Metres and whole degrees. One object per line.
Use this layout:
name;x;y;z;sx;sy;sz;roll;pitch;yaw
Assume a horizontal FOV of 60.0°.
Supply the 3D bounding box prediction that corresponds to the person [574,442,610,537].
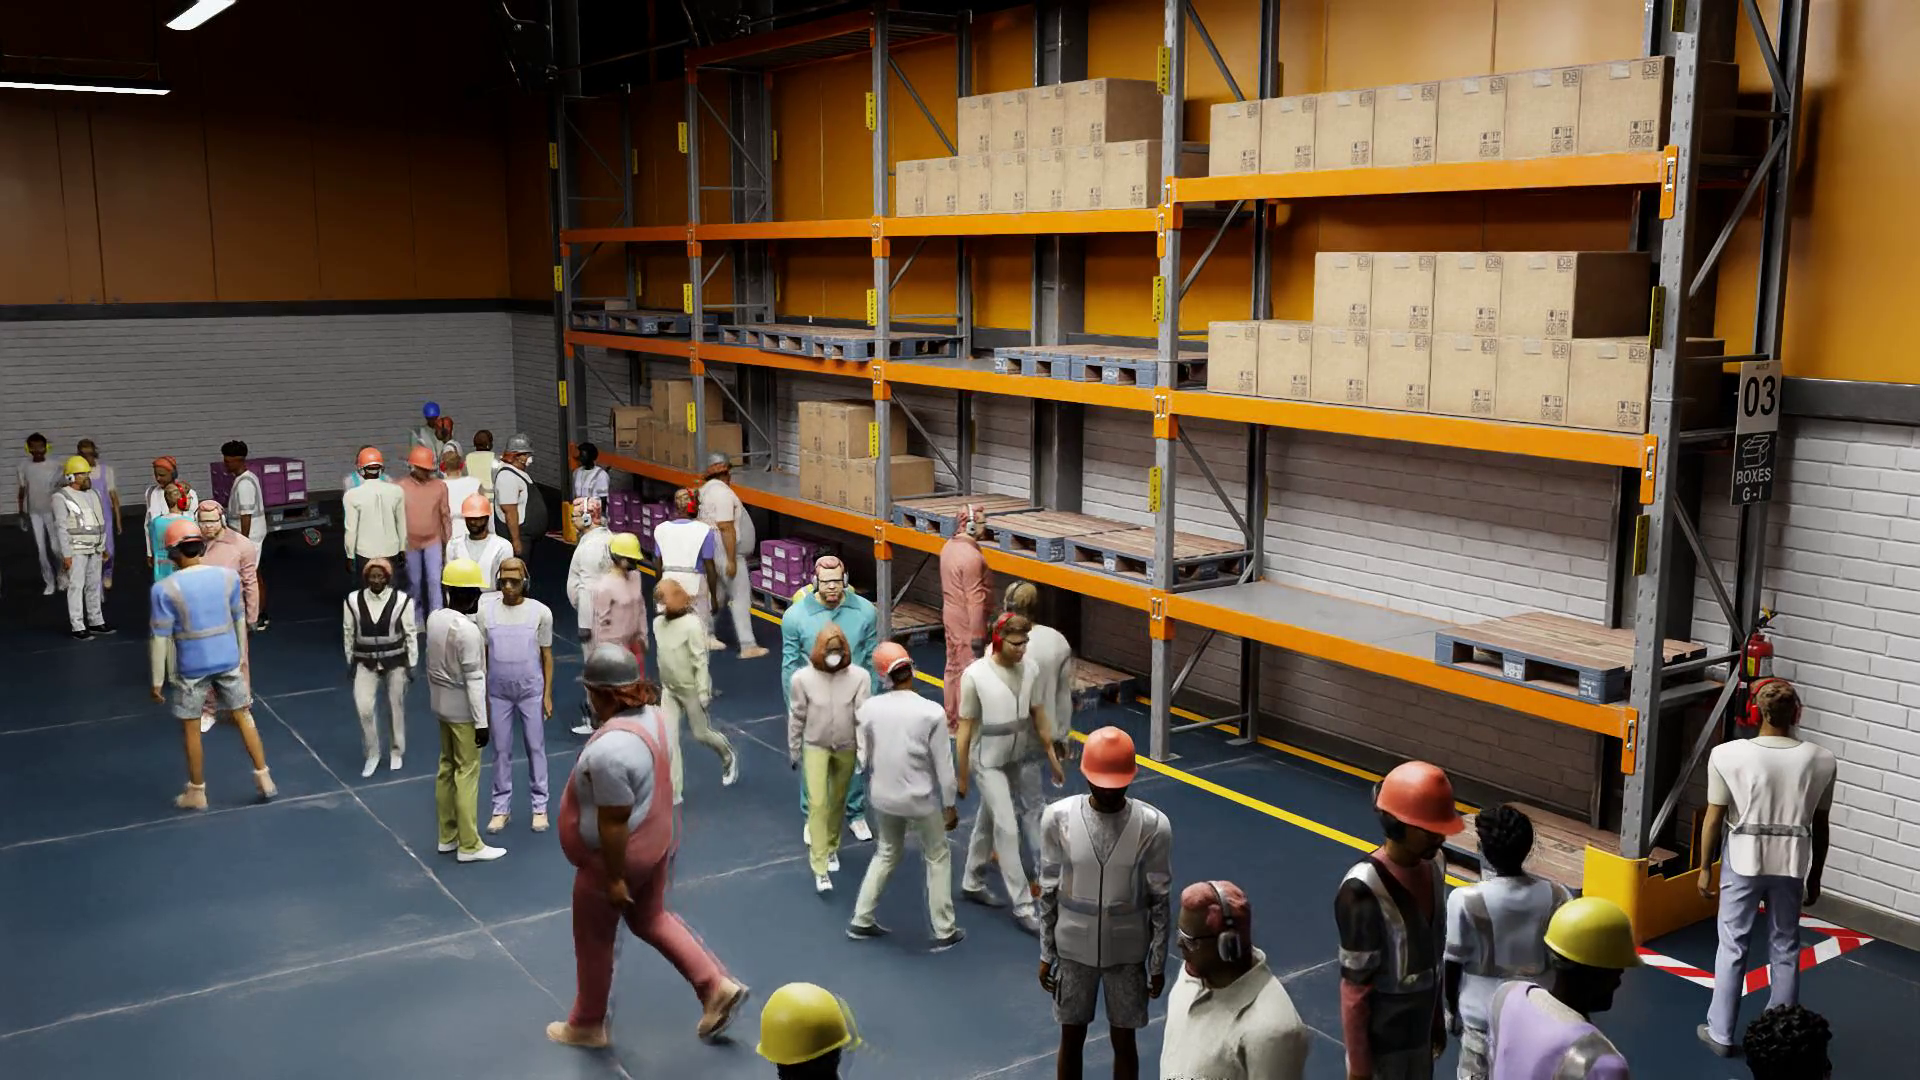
person;-4.236;-0.288;19.143;0.534;1.694;0.319;7;12;35

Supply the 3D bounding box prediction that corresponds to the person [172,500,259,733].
person;-5.938;0.612;13.292;0.640;1.892;0.394;-2;10;-13

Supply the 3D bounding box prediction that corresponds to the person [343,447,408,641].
person;-5.586;0.110;15.908;0.617;1.994;0.381;-9;13;-44

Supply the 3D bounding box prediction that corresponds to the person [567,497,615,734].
person;-2.941;0.598;13.331;0.399;1.900;0.644;0;10;2

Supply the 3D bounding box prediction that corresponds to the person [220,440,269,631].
person;-7.271;-0.048;16.948;0.381;1.957;0.606;-4;10;-20

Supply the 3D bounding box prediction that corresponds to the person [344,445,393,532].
person;-6.178;-0.082;17.505;0.539;1.828;0.586;-7;12;-35

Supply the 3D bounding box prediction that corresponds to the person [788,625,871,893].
person;-0.768;1.308;10.037;0.494;1.590;0.814;-2;10;-14

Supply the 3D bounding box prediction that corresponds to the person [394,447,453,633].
person;-5.356;0.030;16.588;0.599;1.938;0.947;-4;11;-24

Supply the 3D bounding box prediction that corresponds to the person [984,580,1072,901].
person;0.303;1.178;9.922;0.910;1.900;0.643;9;13;42

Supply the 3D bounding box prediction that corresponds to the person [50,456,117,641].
person;-8.726;0.075;16.577;0.404;1.837;0.590;2;10;12

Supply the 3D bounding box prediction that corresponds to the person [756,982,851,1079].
person;-0.286;2.114;4.427;0.601;1.892;0.839;-8;13;-40

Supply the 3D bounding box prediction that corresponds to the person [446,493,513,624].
person;-3.820;0.589;13.252;0.545;1.942;0.354;0;10;-1

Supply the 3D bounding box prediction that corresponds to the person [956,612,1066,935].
person;0.306;1.303;9.457;0.881;1.796;0.602;8;13;41

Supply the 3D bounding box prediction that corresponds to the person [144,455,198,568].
person;-7.675;0.114;16.204;0.573;1.887;0.356;2;10;11

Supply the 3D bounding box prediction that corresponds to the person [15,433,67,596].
person;-10.290;-0.288;18.663;0.522;1.850;0.419;-3;10;-15

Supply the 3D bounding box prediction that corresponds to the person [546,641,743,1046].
person;-1.534;1.442;7.956;0.885;2.000;0.682;2;10;13

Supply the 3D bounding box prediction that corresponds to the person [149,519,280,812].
person;-5.146;0.865;11.422;0.795;2.017;0.597;-9;13;-44

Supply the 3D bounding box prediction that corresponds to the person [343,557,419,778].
person;-4.238;0.932;12.182;0.535;1.613;0.566;-2;10;-9

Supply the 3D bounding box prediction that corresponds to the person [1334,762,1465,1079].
person;1.597;1.778;6.032;0.410;2.030;0.612;9;13;43

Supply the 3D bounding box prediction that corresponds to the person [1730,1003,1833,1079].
person;2.331;2.151;4.803;0.318;1.697;0.535;-2;10;-11

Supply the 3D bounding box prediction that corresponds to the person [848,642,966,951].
person;-0.291;1.409;9.140;0.602;1.703;0.454;6;12;33

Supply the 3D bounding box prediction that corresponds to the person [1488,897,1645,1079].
person;1.823;1.999;5.065;0.399;1.912;0.596;-3;10;-17

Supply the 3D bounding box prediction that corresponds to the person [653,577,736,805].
person;-1.886;1.036;11.633;0.532;1.605;0.738;8;12;39

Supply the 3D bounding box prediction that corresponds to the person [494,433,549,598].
person;-4.444;-0.083;16.904;0.535;2.000;0.682;-1;10;-6

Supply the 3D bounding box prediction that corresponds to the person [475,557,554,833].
person;-2.936;1.022;10.993;0.508;1.847;0.345;-1;10;-5

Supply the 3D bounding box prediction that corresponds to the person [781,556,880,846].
person;-0.826;1.035;10.776;0.645;1.900;0.399;-3;10;-16

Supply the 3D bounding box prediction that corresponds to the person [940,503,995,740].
person;0.074;0.663;12.922;0.399;1.909;0.642;-3;10;-19

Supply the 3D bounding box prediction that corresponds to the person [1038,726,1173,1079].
person;0.592;1.692;6.846;0.549;1.926;0.387;1;10;8

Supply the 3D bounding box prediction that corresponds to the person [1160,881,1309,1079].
person;0.810;1.982;5.223;0.399;1.893;0.656;-3;10;-19

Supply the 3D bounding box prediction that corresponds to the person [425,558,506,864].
person;-3.135;1.067;10.496;0.378;1.922;0.593;-9;13;-42

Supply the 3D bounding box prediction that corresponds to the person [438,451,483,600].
person;-5.236;-0.032;17.325;0.573;1.802;0.959;-2;10;-14

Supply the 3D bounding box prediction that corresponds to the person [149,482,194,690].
person;-6.813;0.415;14.550;0.571;1.845;0.382;4;11;23

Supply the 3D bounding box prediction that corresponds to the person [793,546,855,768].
person;-0.993;0.870;12.308;0.538;1.698;0.319;-7;12;-36

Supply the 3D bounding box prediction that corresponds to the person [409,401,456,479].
person;-6.874;-0.855;21.774;0.607;1.933;0.438;-5;11;-27

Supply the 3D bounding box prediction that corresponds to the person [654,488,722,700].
person;-2.340;0.476;14.216;0.564;1.839;0.396;3;10;19

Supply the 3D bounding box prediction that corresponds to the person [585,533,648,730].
person;-2.649;0.783;12.702;0.639;1.734;0.558;4;11;24

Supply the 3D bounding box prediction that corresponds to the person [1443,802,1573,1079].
person;2.180;1.876;6.503;0.549;1.670;0.710;-1;10;-7

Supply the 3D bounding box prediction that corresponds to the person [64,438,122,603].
person;-9.598;-0.236;18.435;0.531;1.825;0.692;-6;11;-30

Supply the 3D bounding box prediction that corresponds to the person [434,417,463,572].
person;-6.180;-0.555;20.165;0.370;1.879;0.578;-2;10;-10

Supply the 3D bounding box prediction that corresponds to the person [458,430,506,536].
person;-5.401;-0.341;19.004;0.619;1.845;0.430;0;10;2

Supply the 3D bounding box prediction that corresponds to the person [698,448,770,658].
person;-2.232;0.085;15.917;0.558;2.000;0.698;-4;10;-22

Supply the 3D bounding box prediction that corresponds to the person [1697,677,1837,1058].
person;3.790;1.564;7.842;0.562;1.837;0.388;1;10;8
